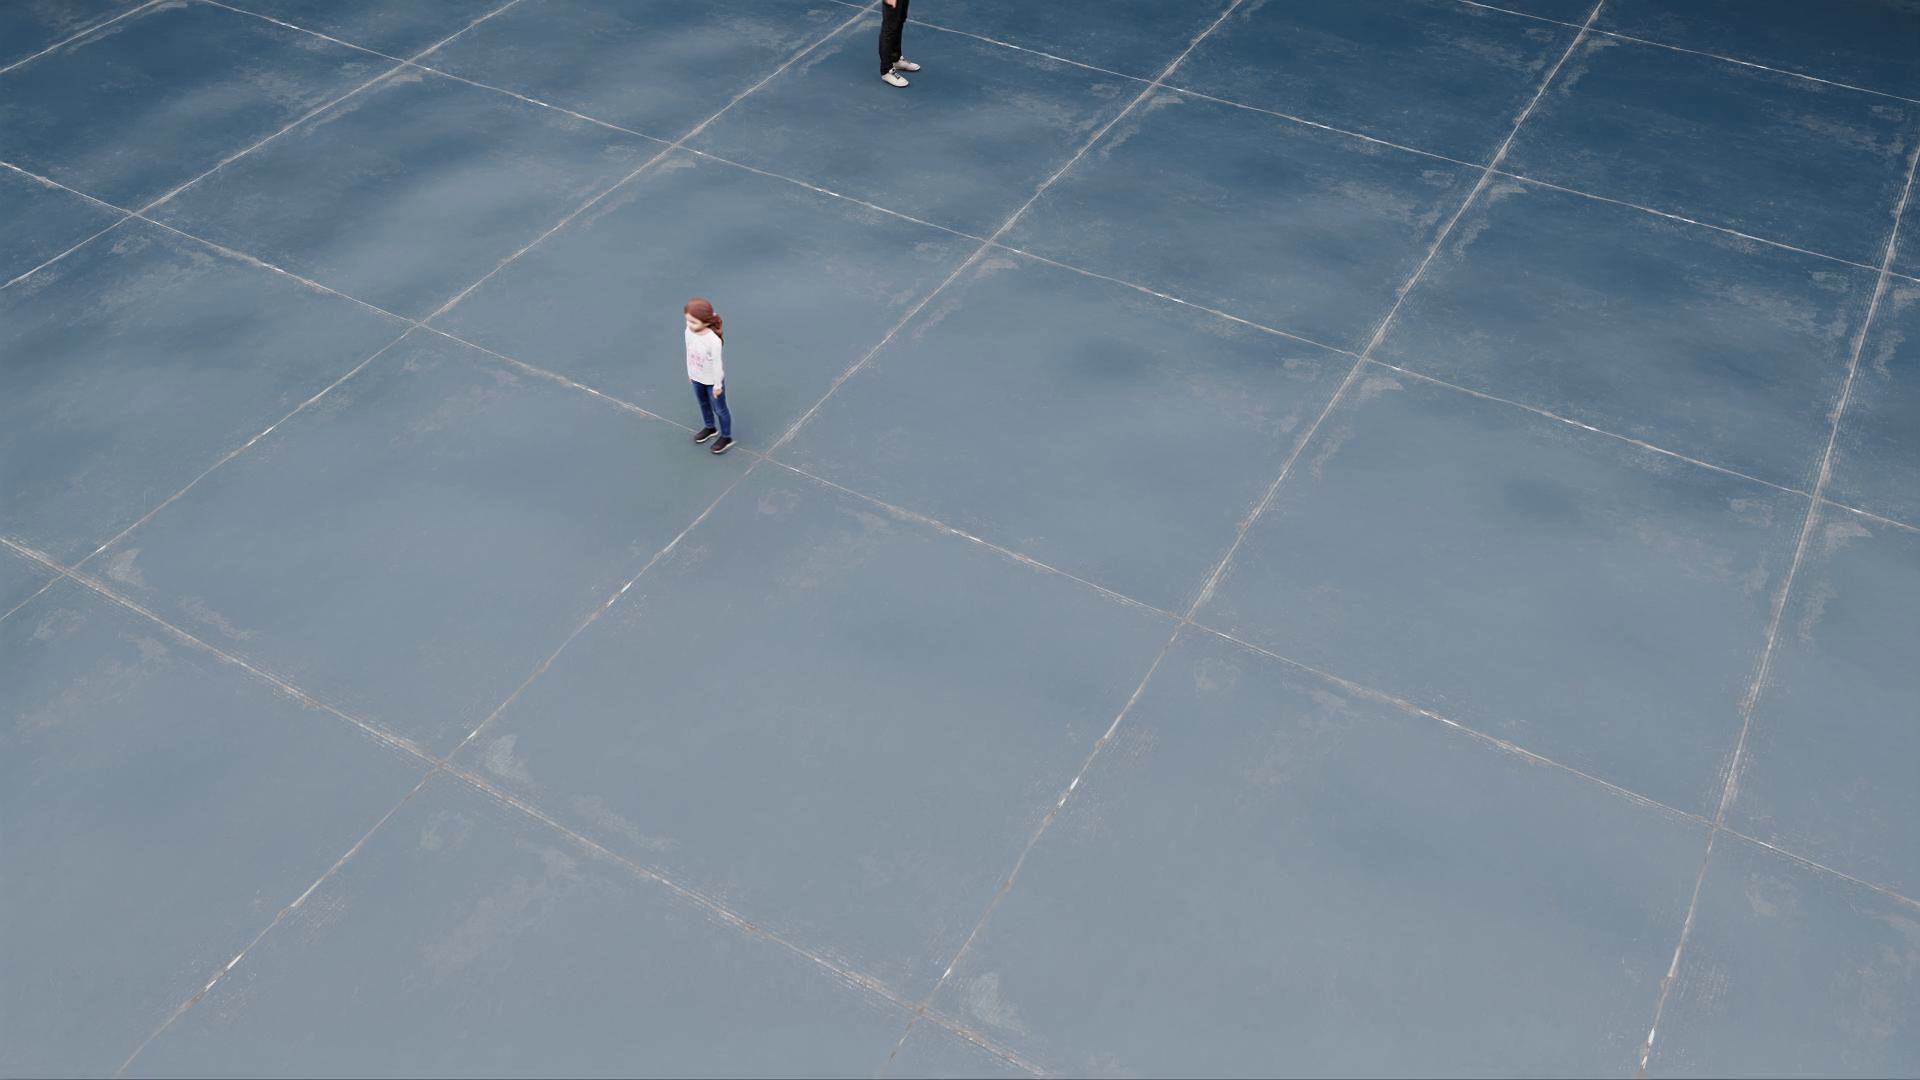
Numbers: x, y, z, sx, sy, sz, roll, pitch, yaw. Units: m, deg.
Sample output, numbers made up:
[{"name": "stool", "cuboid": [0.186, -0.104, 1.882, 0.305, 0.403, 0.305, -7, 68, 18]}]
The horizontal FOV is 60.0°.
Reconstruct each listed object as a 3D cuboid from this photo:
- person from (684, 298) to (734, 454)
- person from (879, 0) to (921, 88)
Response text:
[{"name": "person", "cuboid": [-1.602, -1.062, 10.569, 0.452, 1.112, 0.483, 26, 48, 26]}, {"name": "person", "cuboid": [-0.558, -4.796, 14.199, 0.733, 1.758, 0.537, 14, 44, 15]}]
